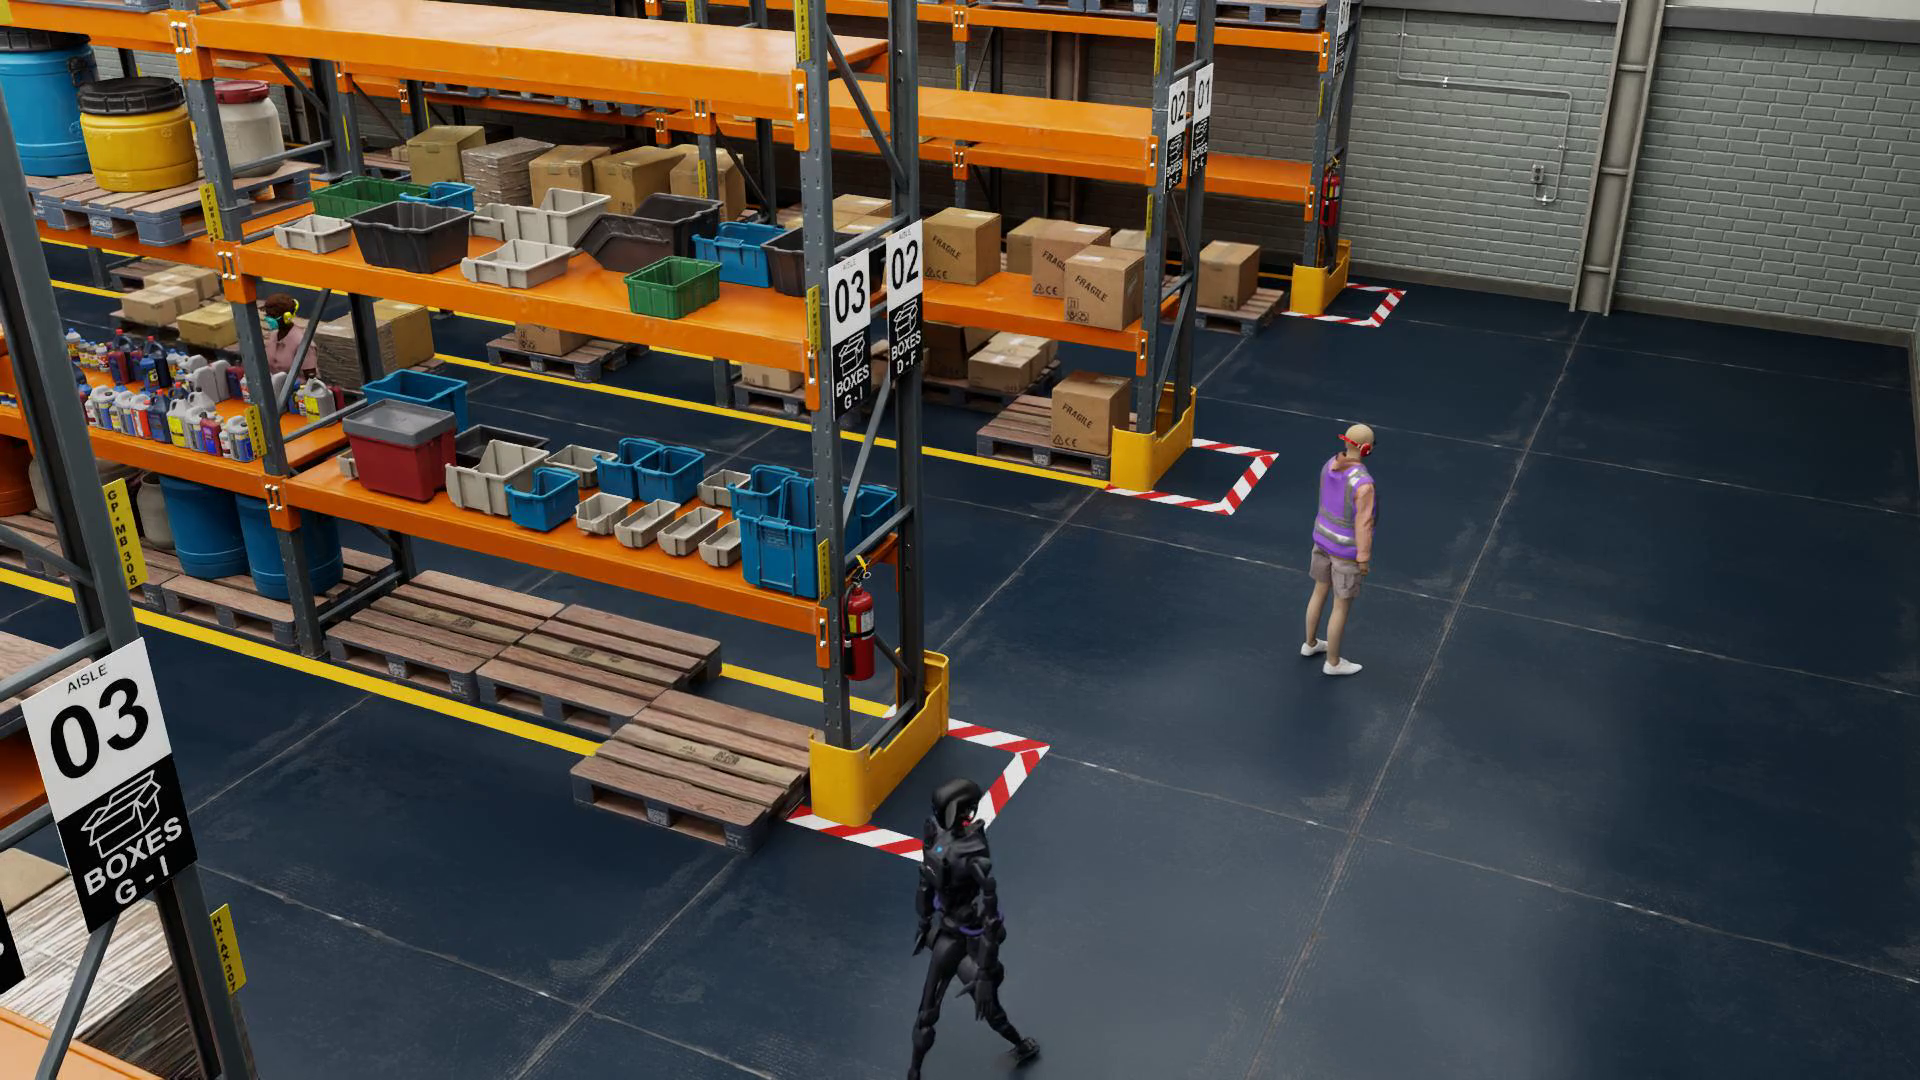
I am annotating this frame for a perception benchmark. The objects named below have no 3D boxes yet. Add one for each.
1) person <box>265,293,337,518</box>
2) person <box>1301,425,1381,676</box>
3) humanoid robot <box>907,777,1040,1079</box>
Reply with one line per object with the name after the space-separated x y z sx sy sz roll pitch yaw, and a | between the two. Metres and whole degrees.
-5.000 -1.011 12.637 0.507 1.793 0.337 16 30 29 | person
2.430 0.058 10.588 0.350 1.688 0.489 -11 28 -21 | person
0.014 1.754 7.225 0.796 1.635 0.602 -16 31 -30 | humanoid robot
